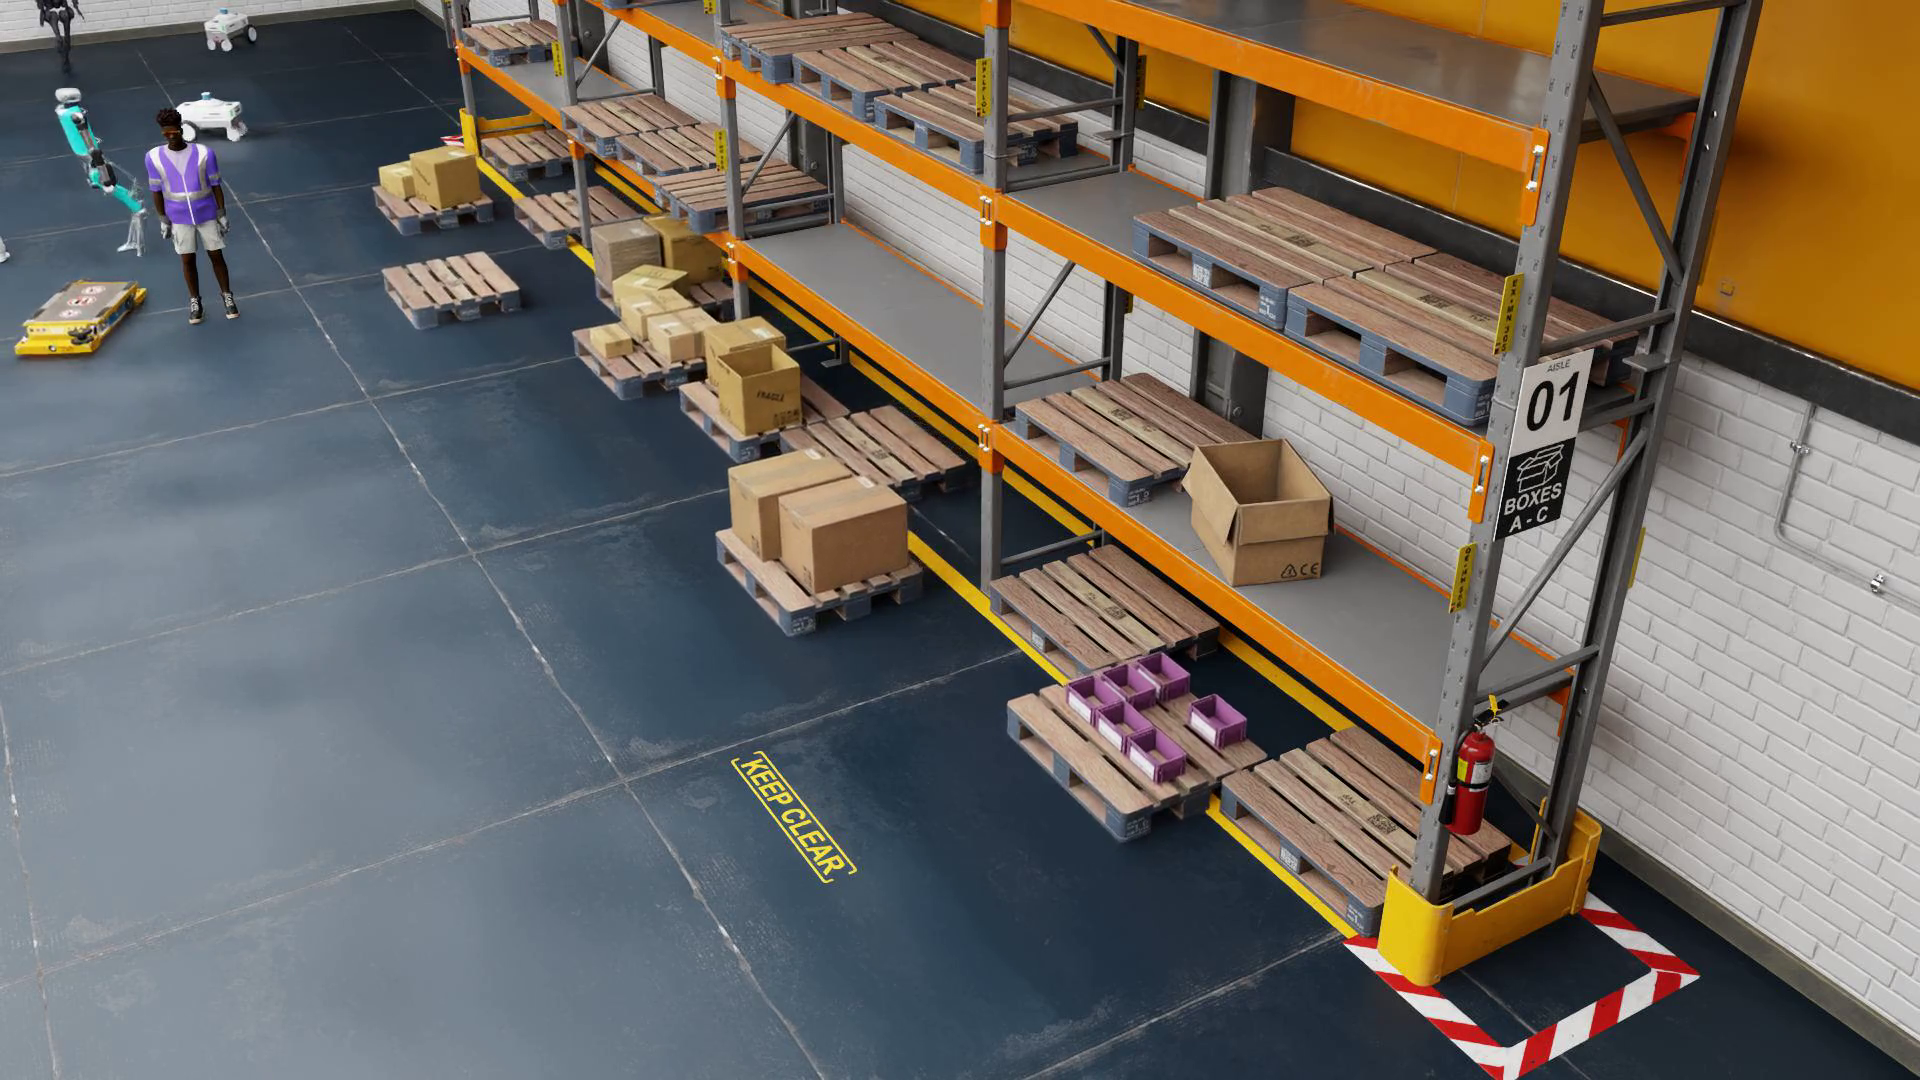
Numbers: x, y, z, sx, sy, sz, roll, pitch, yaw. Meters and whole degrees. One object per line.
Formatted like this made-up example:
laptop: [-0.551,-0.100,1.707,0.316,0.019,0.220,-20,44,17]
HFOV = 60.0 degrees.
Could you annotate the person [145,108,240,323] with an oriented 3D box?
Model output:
person: [-6.975,-2.950,15.121,0.606,1.965,0.366,-12,32,-20]

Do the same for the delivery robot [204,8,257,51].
delivery robot: [-10.921,-7.625,24.823,0.520,0.613,0.784,5,30,8]

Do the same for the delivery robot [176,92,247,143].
delivery robot: [-9.287,-5.217,20.571,0.815,0.614,0.499,-1,30,-1]

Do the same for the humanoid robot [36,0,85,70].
humanoid robot: [-12.680,-7.466,23.397,0.534,1.642,0.596,22,36,34]

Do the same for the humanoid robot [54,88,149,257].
humanoid robot: [-8.453,-3.642,16.610,0.530,1.816,0.726,26,38,37]

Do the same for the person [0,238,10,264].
person: [-9.846,-3.542,16.428,0.466,1.707,0.369,-9,31,-16]

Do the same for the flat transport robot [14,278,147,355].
flat transport robot: [-8.059,-2.062,15.271,0.659,0.231,1.431,-2,30,-4]
